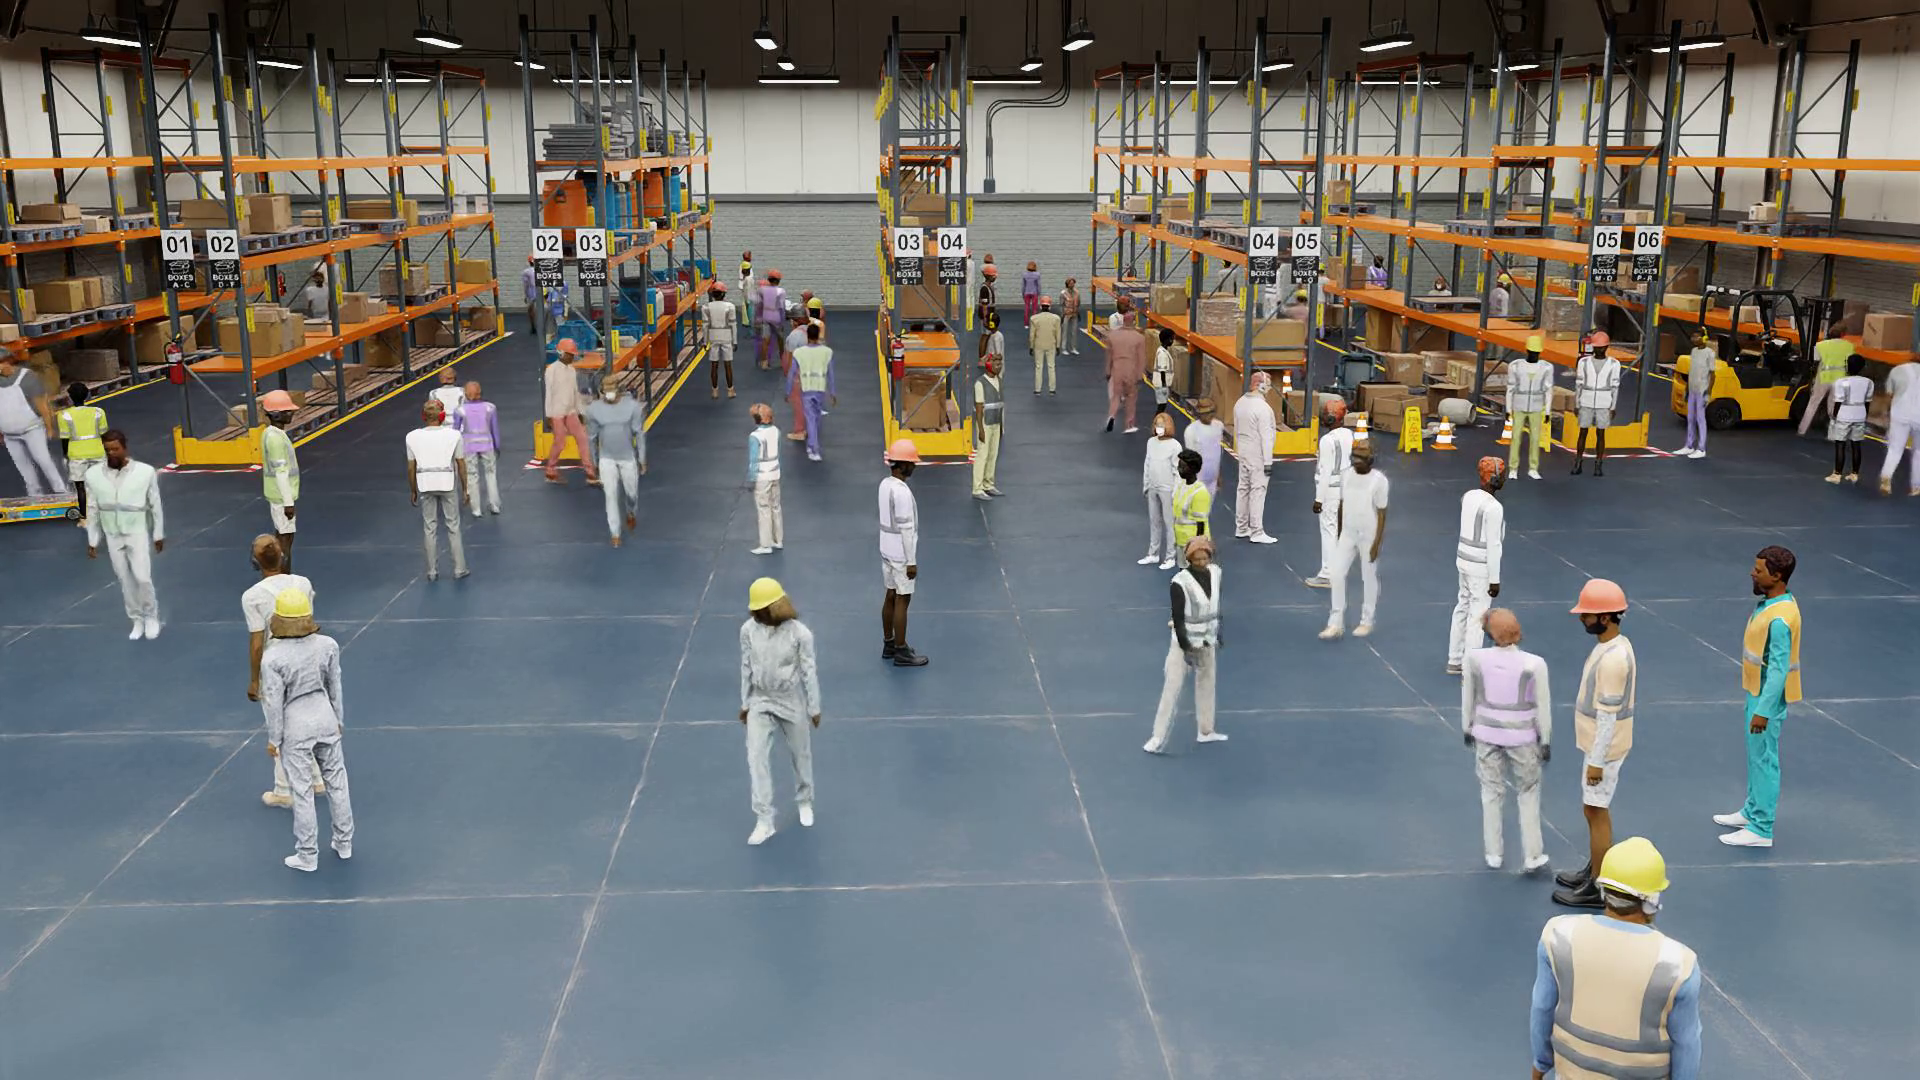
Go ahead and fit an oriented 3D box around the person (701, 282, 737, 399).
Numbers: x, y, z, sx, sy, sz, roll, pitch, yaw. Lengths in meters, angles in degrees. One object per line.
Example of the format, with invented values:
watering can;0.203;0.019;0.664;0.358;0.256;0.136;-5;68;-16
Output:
person;-4.180;-3.474;29.001;0.605;2.033;0.392;0;13;0

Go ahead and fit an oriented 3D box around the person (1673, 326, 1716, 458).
person;10.421;-2.087;23.488;0.309;1.864;0.535;-3;14;-13

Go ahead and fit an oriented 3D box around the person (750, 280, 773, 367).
person;-3.944;-4.362;33.431;0.568;1.724;0.761;-3;14;-13

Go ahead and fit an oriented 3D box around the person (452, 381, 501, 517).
person;-5.711;-1.070;19.675;0.536;1.632;0.366;-5;14;-22

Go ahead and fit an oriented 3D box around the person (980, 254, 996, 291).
person;0.732;-6.582;43.042;0.493;1.626;0.280;11;17;38

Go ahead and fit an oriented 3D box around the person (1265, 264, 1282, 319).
person;7.197;-5.567;38.211;0.347;1.878;0.587;-4;14;-16

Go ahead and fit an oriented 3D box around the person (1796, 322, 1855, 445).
person;12.872;-2.342;24.704;0.607;1.798;0.748;2;13;9

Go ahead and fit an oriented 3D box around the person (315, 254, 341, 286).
person;-15.233;-6.096;40.270;0.612;1.950;0.918;-11;17;-38

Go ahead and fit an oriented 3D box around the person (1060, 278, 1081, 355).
person;2.322;-4.731;35.189;0.519;1.633;0.312;-8;15;-29

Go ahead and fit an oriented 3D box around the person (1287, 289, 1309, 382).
person;6.355;-3.827;31.151;0.529;1.734;0.856;5;14;21

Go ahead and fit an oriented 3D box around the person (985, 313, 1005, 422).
person;0.525;-2.540;25.410;0.330;1.865;0.518;0;13;-1

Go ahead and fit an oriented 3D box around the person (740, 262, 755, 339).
person;-4.878;-5.506;38.205;0.340;1.760;0.524;-2;13;-9

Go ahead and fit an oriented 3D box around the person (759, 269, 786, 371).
person;-3.676;-4.321;32.697;0.631;1.995;1.045;4;14;18

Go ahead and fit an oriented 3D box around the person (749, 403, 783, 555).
person;-2.098;-0.660;17.927;0.310;1.638;0.522;6;15;24

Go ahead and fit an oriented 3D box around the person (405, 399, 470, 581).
person;-5.259;-0.492;16.775;0.572;1.840;0.373;-2;13;-9

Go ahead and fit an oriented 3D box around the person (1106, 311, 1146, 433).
person;2.525;-2.549;25.398;0.665;1.885;0.558;7;15;28

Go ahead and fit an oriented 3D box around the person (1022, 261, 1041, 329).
person;1.728;-5.910;40.176;0.498;1.634;0.280;6;15;24

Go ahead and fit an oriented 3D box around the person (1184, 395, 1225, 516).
person;2.521;-0.642;17.530;0.543;1.792;0.527;-9;16;-33

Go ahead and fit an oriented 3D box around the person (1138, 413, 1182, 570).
person;2.096;-0.517;17.326;0.279;1.635;0.507;-10;17;-38

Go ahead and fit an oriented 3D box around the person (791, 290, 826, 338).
person;-2.641;-3.387;28.903;0.640;1.909;0.409;-6;14;-22

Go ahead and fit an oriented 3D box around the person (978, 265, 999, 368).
person;0.575;-4.460;33.190;0.408;2.035;0.604;2;13;9

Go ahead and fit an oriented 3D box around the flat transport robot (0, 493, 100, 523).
flat transport robot;-10.860;-0.380;19.670;1.431;0.197;0.652;-7;15;-28

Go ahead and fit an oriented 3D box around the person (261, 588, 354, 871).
person;-3.968;1.139;10.078;0.301;1.745;0.483;11;17;40

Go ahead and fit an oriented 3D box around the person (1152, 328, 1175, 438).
person;3.041;-2.328;24.890;0.324;1.685;0.540;2;13;7

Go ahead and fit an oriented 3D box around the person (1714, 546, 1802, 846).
person;5.039;0.974;10.403;0.392;1.920;0.593;5;14;19

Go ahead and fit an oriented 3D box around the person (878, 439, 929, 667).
person;-0.493;0.103;14.054;0.356;1.938;0.544;-6;14;-23

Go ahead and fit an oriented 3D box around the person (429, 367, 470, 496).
person;-6.365;-1.351;20.850;0.513;1.640;0.309;-3;14;-14

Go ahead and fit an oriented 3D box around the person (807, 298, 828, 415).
person;-2.393;-2.997;27.241;0.583;1.917;0.407;11;17;39

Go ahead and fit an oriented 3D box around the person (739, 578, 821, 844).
person;-1.160;1.056;10.516;0.547;1.693;0.753;3;14;13

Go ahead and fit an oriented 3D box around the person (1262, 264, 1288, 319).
person;7.740;-6.148;40.680;0.789;1.871;0.650;-4;14;-17

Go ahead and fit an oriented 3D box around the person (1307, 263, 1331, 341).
person;8.129;-5.385;37.672;0.532;1.768;0.311;7;15;27

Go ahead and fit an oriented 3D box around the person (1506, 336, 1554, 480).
person;7.490;-1.741;21.921;0.590;1.915;0.409;3;14;12

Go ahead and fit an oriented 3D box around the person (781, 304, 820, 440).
person;-2.417;-2.536;25.012;0.535;2.000;0.684;6;15;25
